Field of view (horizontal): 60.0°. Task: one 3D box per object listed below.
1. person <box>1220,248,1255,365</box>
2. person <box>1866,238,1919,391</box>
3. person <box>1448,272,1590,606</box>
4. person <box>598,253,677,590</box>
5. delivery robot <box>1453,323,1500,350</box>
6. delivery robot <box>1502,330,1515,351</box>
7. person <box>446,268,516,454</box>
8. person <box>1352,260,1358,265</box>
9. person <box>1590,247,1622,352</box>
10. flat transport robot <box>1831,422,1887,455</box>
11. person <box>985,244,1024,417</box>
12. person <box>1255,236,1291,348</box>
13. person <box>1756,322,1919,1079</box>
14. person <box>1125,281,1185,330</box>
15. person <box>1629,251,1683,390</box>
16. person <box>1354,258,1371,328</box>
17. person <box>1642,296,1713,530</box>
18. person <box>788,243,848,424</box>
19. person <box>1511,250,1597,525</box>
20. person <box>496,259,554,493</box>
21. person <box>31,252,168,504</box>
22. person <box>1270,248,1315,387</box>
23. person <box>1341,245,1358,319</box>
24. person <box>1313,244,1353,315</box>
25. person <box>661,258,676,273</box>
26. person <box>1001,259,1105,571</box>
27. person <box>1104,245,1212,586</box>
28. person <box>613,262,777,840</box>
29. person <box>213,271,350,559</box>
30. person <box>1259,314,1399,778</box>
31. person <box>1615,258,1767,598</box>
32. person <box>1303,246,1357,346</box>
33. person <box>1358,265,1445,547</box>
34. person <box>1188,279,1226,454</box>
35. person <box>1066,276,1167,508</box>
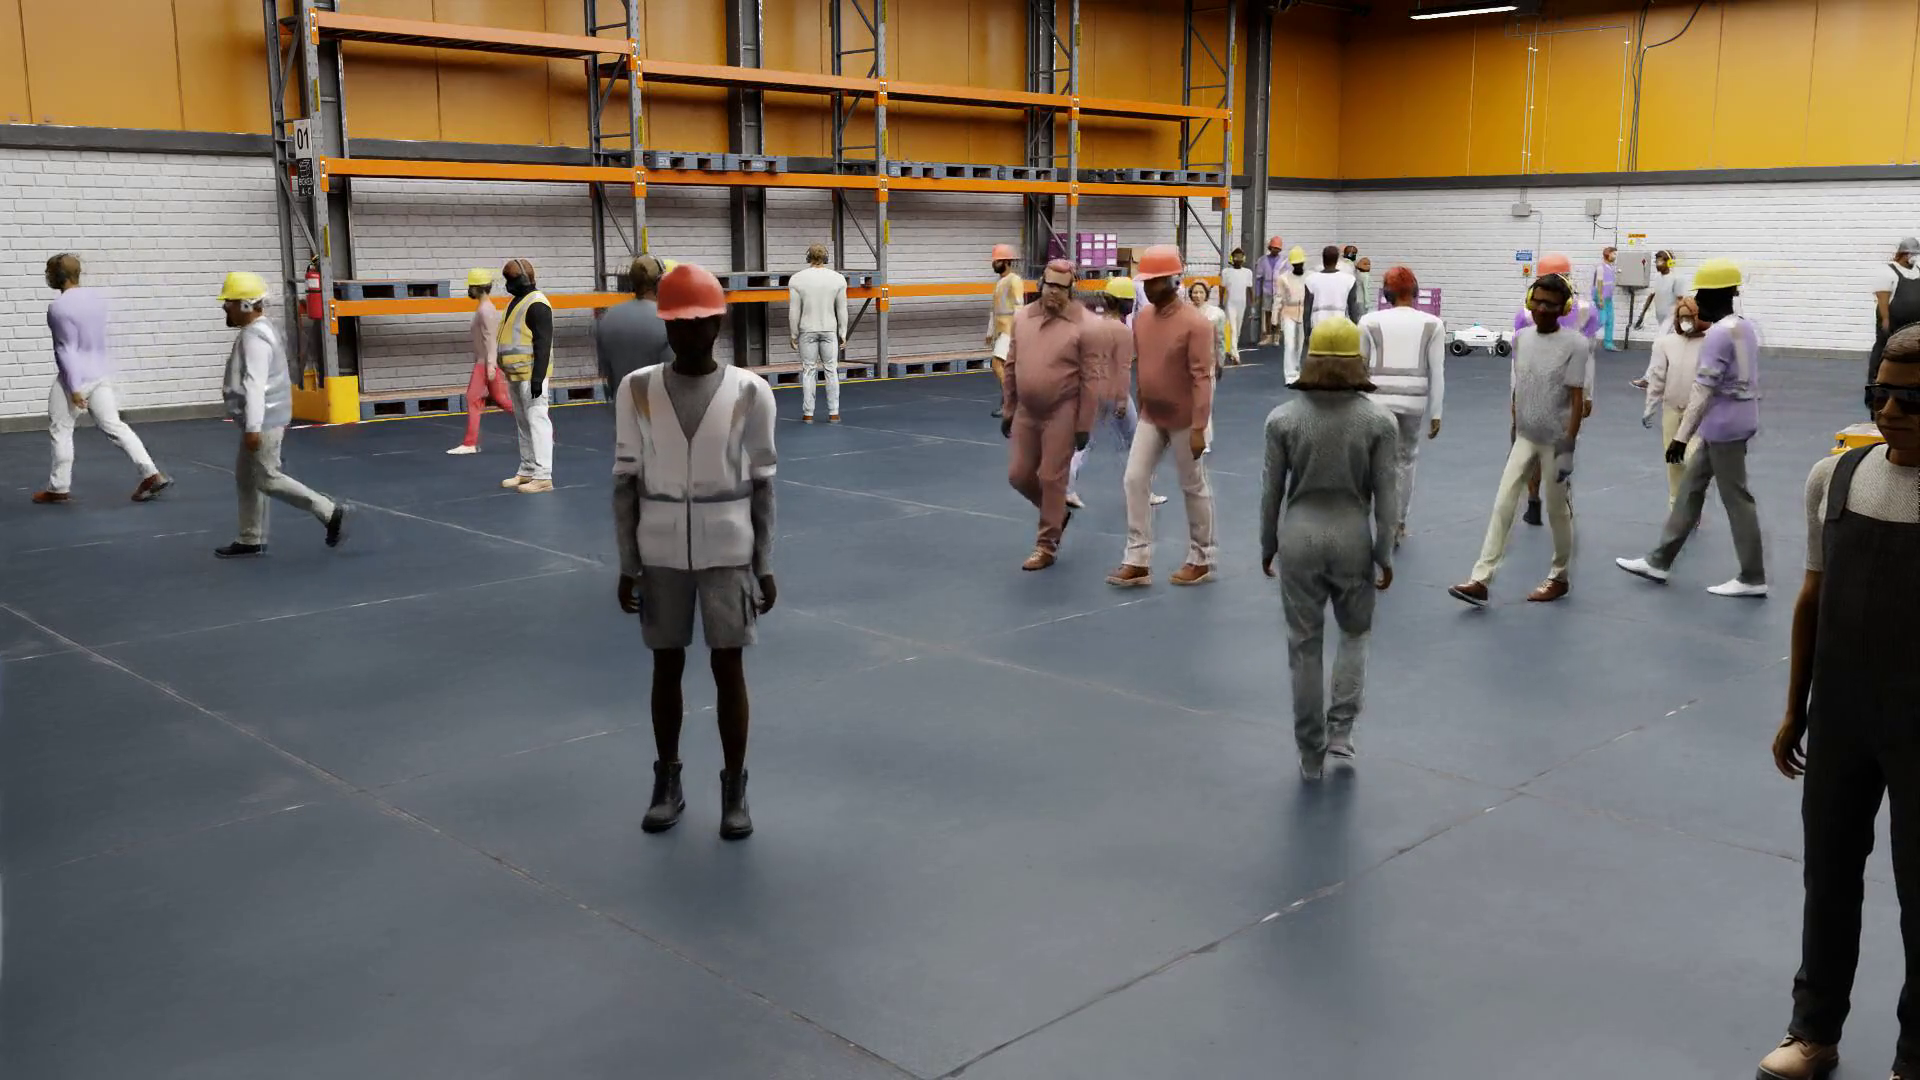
[{"bbox_3d":[4.369,-3.694,26.275,0.533,1.833,0.951,-1,10,-4],"label":"person"},{"bbox_3d":[11.974,-2.849,21.082,0.696,2.000,1.030,-2,11,-10],"label":"person"},{"bbox_3d":[3.070,-0.514,8.947,0.961,1.817,0.544,-7,12,-33],"label":"person"},{"bbox_3d":[-1.763,-0.666,9.513,0.635,1.922,0.449,5,11,25],"label":"person"},{"bbox_3d":[8.654,-3.396,27.863,0.707,0.478,0.477,6,12,31],"label":"delivery robot"},{"bbox_3d":[9.354,-3.347,27.593,0.477,0.478,0.707,-5,12,-28],"label":"delivery robot"},{"bbox_3d":[-4.333,-1.659,15.438,0.842,1.731,0.534,-2,11,-12],"label":"person"},{"bbox_3d":[6.995,-4.328,30.367,0.838,1.597,0.522,9,14,40],"label":"person"},{"bbox_3d":[11.190,-4.176,28.899,0.643,1.826,0.609,10,14,42],"label":"person"},{"bbox_3d":[8.567,-0.921,15.396,0.652,0.197,1.431,8,13,36],"label":"flat transport robot"},{"bbox_3d":[0.464,-2.315,18.503,0.582,1.917,0.547,-3,11,-17],"label":"person"},{"bbox_3d":[5.704,-4.501,30.223,0.640,1.994,0.698,5,11,24],"label":"person"},{"bbox_3d":[2.122,0.426,3.796,0.341,1.839,0.501,-6,12,-30],"label":"person"},{"bbox_3d":[2.236,-2.381,19.040,0.643,1.871,0.971,3,11,18],"label":"person"},{"bbox_3d":[9.183,-2.876,21.846,0.956,1.816,0.498,-2,11,-10],"label":"person"},{"bbox_3d":[7.111,-4.182,29.481,0.270,1.627,0.499,-3,11,-16],"label":"person"},{"bbox_3d":[4.987,-0.864,11.442,0.405,1.612,0.497,-10,14,-43],"label":"person"},{"bbox_3d":[-1.524,-2.216,17.906,0.637,1.938,0.357,-2,11,-10],"label":"person"},{"bbox_3d":[4.089,-1.029,11.491,0.562,1.918,0.554,2,11,12],"label":"person"},{"bbox_3d":[-3.439,-1.295,13.167,0.429,1.838,0.622,-7,12,-34],"label":"person"},{"bbox_3d":[-6.532,-1.208,12.515,0.979,1.906,0.624,1,10,6],"label":"person"},{"bbox_3d":[4.528,-3.004,22.490,0.619,1.849,0.888,-1,10,-7],"label":"person"},{"bbox_3d":[7.023,-4.402,30.113,0.429,1.838,0.621,-2,11,-12],"label":"person"},{"bbox_3d":[5.978,-3.807,26.732,0.650,1.885,0.747,0,10,-1],"label":"person"},{"bbox_3d":[-2.584,-1.655,15.191,0.532,1.813,0.599,1,10,5],"label":"person"},{"bbox_3d":[0.567,-0.762,10.124,0.677,1.884,0.528,7,13,35],"label":"person"},{"bbox_3d":[1.138,-0.682,9.478,0.851,1.953,0.677,-8,13,-38],"label":"person"},{"bbox_3d":[-0.890,0.042,5.604,0.546,1.939,0.363,0,10,-2],"label":"person"},{"bbox_3d":[-4.301,-0.775,10.405,0.750,1.805,0.588,-4,11,-21],"label":"person"},{"bbox_3d":[1.371,0.025,6.236,0.508,1.725,0.426,3,11,14],"label":"person"},{"bbox_3d":[4.171,-0.629,9.379,0.913,1.883,0.611,6,12,30],"label":"person"},{"bbox_3d":[4.290,-2.442,19.282,0.613,1.891,0.782,3,11,13],"label":"person"},{"bbox_3d":[2.882,-0.879,10.934,0.567,1.844,0.997,2,11,10],"label":"person"},{"bbox_3d":[2.177,-1.603,15.456,0.536,1.617,0.666,3,11,18],"label":"person"},{"bbox_3d":[1.108,-1.085,12.328,0.892,1.724,0.532,-6,12,-30],"label":"person"}]
